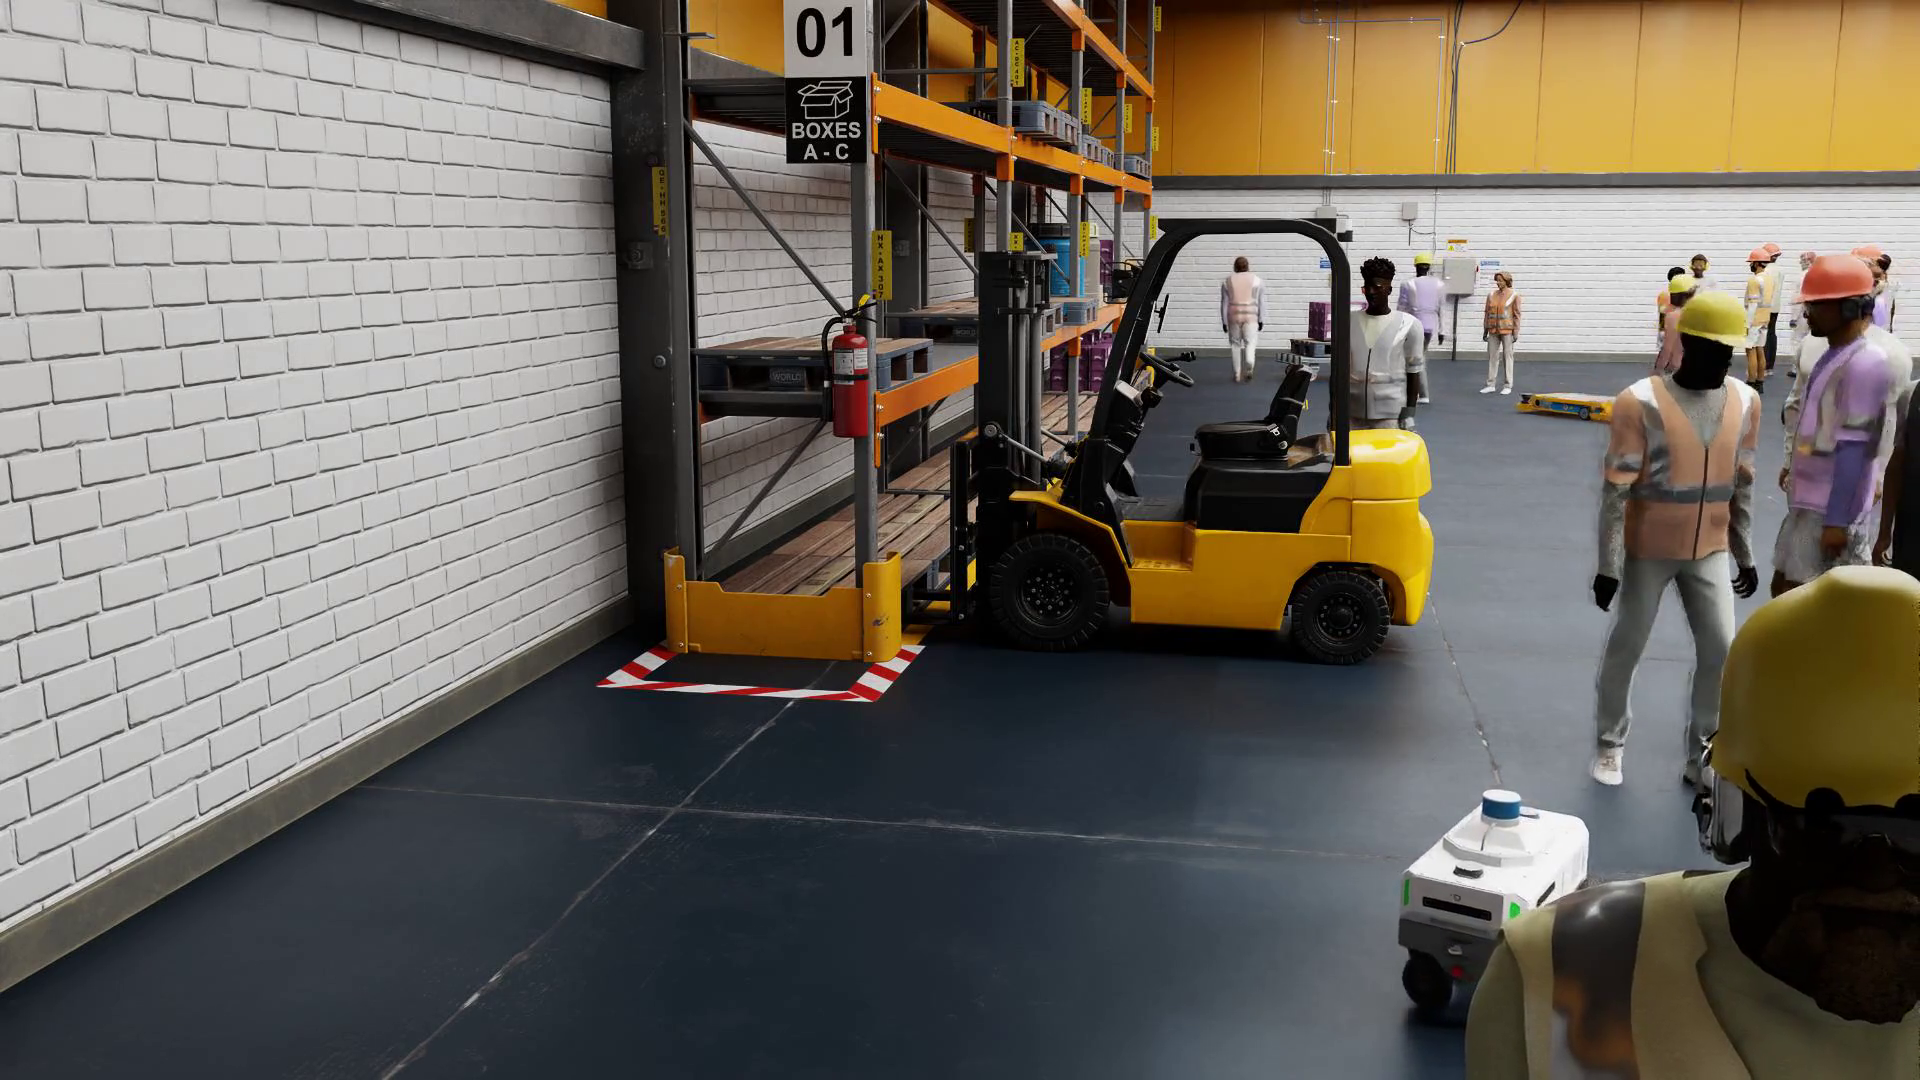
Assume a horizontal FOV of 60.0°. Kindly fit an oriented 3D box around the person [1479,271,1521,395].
[{"bbox_3d":[7.207,-2.754,22.144,0.310,1.638,0.523,-9,14,-40],"label":"person"}]

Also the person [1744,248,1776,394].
[{"bbox_3d":[10.567,-2.902,22.135,0.552,1.936,0.360,-8,13,-39],"label":"person"}]

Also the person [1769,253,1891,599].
[{"bbox_3d":[3.598,-0.162,6.854,0.613,2.020,0.633,2,11,13],"label":"person"}]

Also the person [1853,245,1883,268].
[{"bbox_3d":[10.951,-2.584,20.237,0.378,1.995,0.608,2,10,10],"label":"person"}]

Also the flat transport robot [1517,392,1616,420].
[{"bbox_3d":[7.276,-1.570,19.408,0.652,0.197,1.431,-5,11,-25],"label":"flat transport robot"}]

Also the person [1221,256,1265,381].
[{"bbox_3d":[4.063,-3.162,23.912,0.636,1.820,0.685,1,10,6],"label":"person"}]

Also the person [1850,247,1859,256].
[{"bbox_3d":[12.522,-3.113,23.290,0.368,1.939,0.542,3,11,17],"label":"person"}]

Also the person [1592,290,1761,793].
[{"bbox_3d":[2.701,0.037,6.215,0.681,1.894,0.749,-2,10,-9],"label":"person"}]

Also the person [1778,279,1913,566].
[{"bbox_3d":[4.308,-0.358,8.191,0.373,1.940,0.630,-4,11,-22],"label":"person"}]

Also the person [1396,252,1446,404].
[{"bbox_3d":[5.771,-2.677,21.029,0.577,1.886,0.800,-3,11,-14],"label":"person"}]

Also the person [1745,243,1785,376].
[{"bbox_3d":[12.182,-3.474,25.116,0.608,1.995,0.376,-9,14,-42],"label":"person"}]

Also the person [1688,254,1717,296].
[{"bbox_3d":[10.173,-3.010,22.973,0.531,1.852,0.467,6,12,29],"label":"person"}]

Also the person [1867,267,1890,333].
[{"bbox_3d":[9.413,-1.934,17.243,0.764,1.784,0.597,7,12,34],"label":"person"}]

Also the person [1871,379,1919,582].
[{"bbox_3d":[3.835,-0.002,6.490,0.343,1.847,0.506,-7,13,-34],"label":"person"}]

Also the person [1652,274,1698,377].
[{"bbox_3d":[6.623,-1.550,15.256,0.543,1.743,0.431,-6,12,-31],"label":"person"}]

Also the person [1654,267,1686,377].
[{"bbox_3d":[9.457,-2.773,22.089,0.541,1.695,0.316,-7,12,-33],"label":"person"}]

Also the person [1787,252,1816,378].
[{"bbox_3d":[12.570,-3.316,24.620,0.658,1.875,0.534,-4,11,-19],"label":"person"}]

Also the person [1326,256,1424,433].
[{"bbox_3d":[2.663,-0.840,10.752,0.603,1.966,0.367,5,12,26],"label":"person"}]

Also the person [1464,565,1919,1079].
[{"bbox_3d":[0.710,0.921,1.467,0.586,1.833,0.403,2,11,12],"label":"person"}]

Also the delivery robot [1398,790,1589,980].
[{"bbox_3d":[1.491,0.939,4.620,0.477,0.478,0.707,7,12,34],"label":"delivery robot"}]

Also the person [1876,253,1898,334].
[{"bbox_3d":[12.226,-2.876,22.183,0.513,1.871,0.329,-4,11,-19],"label":"person"}]

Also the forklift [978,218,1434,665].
[{"bbox_3d":[1.285,-0.567,8.635,2.313,2.155,1.214,2,11,11],"label":"forklift"}]
